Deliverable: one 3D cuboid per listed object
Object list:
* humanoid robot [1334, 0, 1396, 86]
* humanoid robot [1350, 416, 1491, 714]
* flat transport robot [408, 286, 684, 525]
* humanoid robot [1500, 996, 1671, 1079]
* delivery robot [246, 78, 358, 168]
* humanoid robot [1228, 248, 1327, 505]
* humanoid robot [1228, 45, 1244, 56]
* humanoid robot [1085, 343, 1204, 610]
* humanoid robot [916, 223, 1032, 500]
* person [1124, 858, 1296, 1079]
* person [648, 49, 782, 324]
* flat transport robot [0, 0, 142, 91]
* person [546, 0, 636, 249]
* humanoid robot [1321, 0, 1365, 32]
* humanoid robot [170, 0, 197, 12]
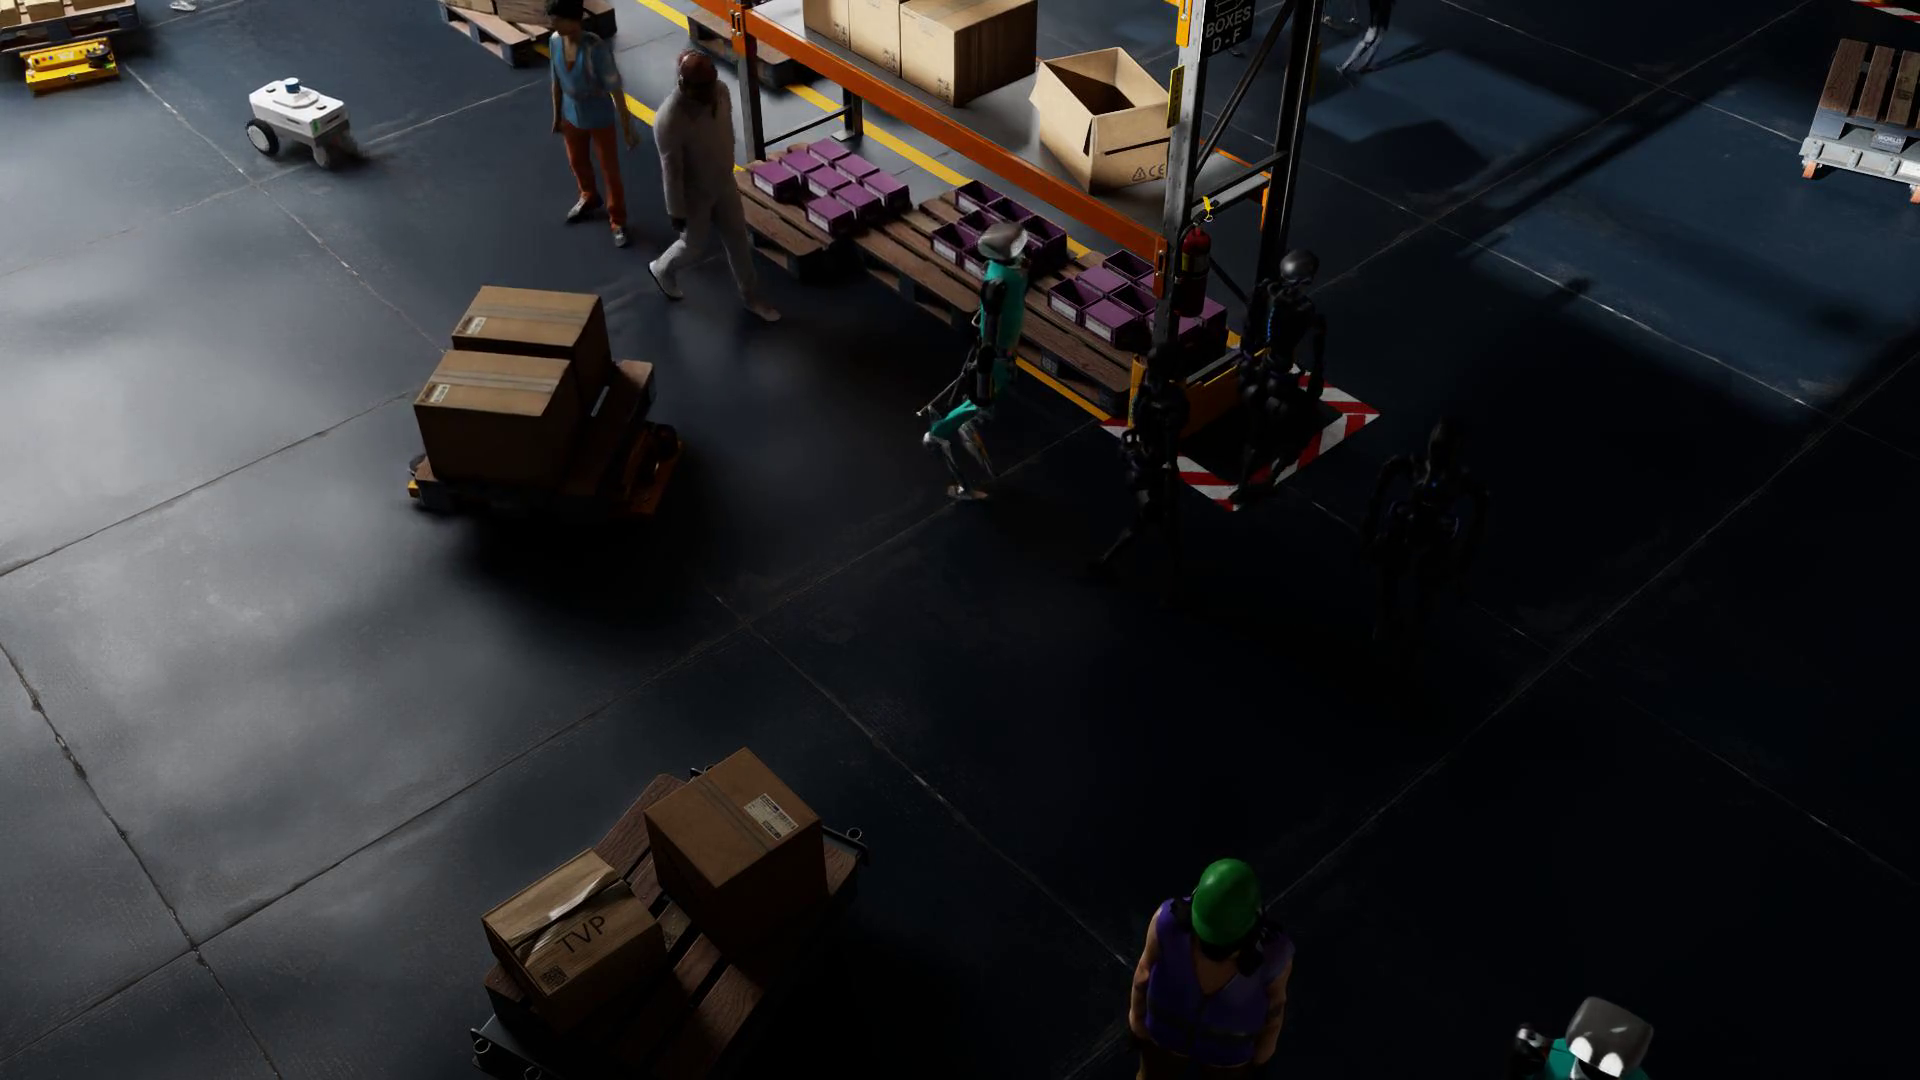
[{"bbox_3d":[3.245,-4.337,12.779,0.485,1.645,0.611,15,45,16],"label":"humanoid robot"},{"bbox_3d":[2.198,0.053,8.027,0.590,1.621,0.783,16,45,16],"label":"humanoid robot"},{"bbox_3d":[-2.379,-0.447,9.581,1.431,0.231,0.659,6,43,6],"label":"flat transport robot"},{"bbox_3d":[2.129,2.060,5.859,0.548,1.902,0.725,20,46,21],"label":"humanoid robot"},{"bbox_3d":[-4.877,-3.113,12.283,0.805,0.612,0.499,22,47,22],"label":"delivery robot"},{"bbox_3d":[1.701,-0.868,9.001,0.348,1.650,0.603,-28,49,-27],"label":"humanoid robot"},{"bbox_3d":[2.231,-4.765,13.283,0.588,1.637,0.731,-11,44,-12],"label":"humanoid robot"},{"bbox_3d":[0.991,-0.352,8.472,0.591,1.647,0.610,-8,43,-9],"label":"humanoid robot"},{"bbox_3d":[0.054,-0.904,9.041,0.695,1.850,0.561,13,44,14],"label":"humanoid robot"},{"bbox_3d":[0.869,1.748,5.966,0.531,1.932,0.412,12,44,13],"label":"person"},{"bbox_3d":[-1.608,-2.209,10.320,0.866,1.866,0.671,26,49,26],"label":"person"},{"bbox_3d":[-7.301,-4.100,13.555,0.659,0.231,1.431,-18,46,-19],"label":"flat transport robot"},{"bbox_3d":[-2.416,-2.813,11.050,0.742,1.770,0.411,15,45,16],"label":"person"},{"bbox_3d":[3.190,-4.940,13.374,0.791,1.764,0.540,21,47,22],"label":"humanoid robot"},{"bbox_3d":[-6.640,-5.162,13.624,0.728,1.790,0.538,0,43,0],"label":"humanoid robot"}]
